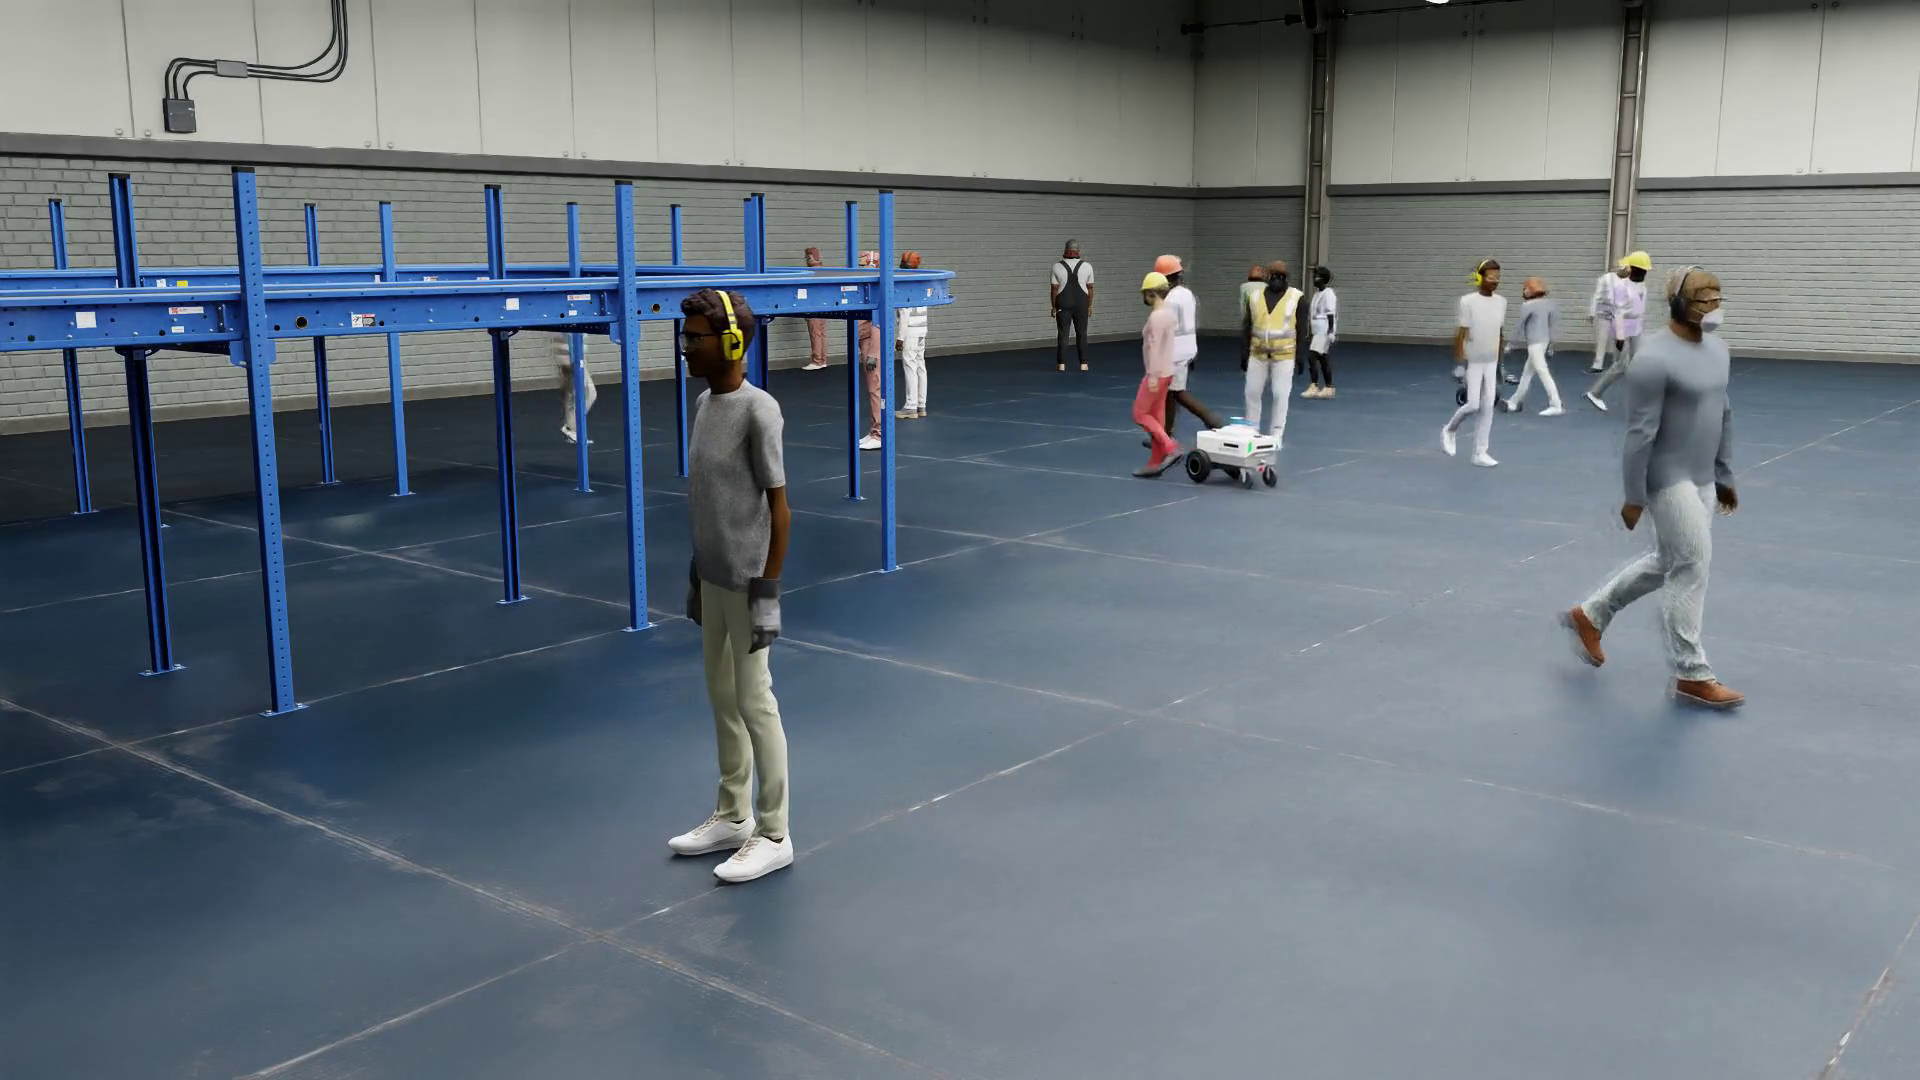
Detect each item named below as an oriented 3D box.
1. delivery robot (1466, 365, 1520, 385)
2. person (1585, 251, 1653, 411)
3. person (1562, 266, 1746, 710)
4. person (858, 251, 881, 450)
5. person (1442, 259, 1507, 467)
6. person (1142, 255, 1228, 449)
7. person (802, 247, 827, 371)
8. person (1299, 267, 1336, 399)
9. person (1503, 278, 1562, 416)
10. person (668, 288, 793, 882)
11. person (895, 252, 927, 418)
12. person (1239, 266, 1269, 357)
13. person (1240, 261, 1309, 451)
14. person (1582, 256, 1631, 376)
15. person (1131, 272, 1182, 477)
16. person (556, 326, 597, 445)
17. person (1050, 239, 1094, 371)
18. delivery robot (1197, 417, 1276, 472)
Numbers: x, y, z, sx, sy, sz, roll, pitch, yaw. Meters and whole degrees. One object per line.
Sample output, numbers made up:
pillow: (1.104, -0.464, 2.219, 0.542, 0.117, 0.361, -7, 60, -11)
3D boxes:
delivery robot: (6.411, -2.006, 19.969, 0.335, 0.223, 0.698, -6, 12, -29)
person: (7.834, -2.451, 19.587, 0.610, 1.894, 0.741, -8, 13, -38)
person: (3.127, -0.265, 7.432, 0.631, 1.914, 0.883, -8, 13, -39)
person: (-0.863, -1.841, 16.170, 0.408, 1.909, 0.642, -1, 10, -5)
person: (4.688, -1.610, 15.065, 0.515, 1.853, 0.566, -4, 11, -20)
person: (2.168, -1.781, 15.911, 0.855, 1.890, 0.598, 6, 12, 30)
person: (-2.282, -3.608, 25.979, 0.408, 1.903, 0.638, 3, 11, 15)
person: (4.523, -2.637, 21.191, 0.614, 1.674, 0.559, -1, 10, -6)
person: (6.681, -2.253, 19.349, 0.514, 1.577, 0.892, -8, 13, -37)
person: (-0.733, 0.140, 5.296, 0.311, 1.869, 0.534, -7, 12, -35)
person: (-0.557, -2.344, 19.018, 0.350, 1.883, 0.580, 5, 11, 25)
person: (4.638, -3.507, 26.216, 0.497, 1.614, 0.392, 1, 10, 3)
person: (2.973, -1.780, 16.134, 0.778, 1.816, 0.430, 6, 12, 29)
person: (9.745, -3.352, 24.923, 0.727, 1.787, 0.406, 3, 11, 18)
person: (1.659, -1.399, 14.156, 0.386, 1.740, 0.540, 3, 11, 17)
person: (-3.769, -1.734, 16.325, 0.370, 1.625, 0.536, -3, 11, -18)
person: (1.735, -3.649, 25.934, 0.676, 2.000, 0.536, 0, 10, 0)
delivery robot: (2.313, -0.787, 13.933, 0.477, 0.478, 0.707, -7, 12, -33)
